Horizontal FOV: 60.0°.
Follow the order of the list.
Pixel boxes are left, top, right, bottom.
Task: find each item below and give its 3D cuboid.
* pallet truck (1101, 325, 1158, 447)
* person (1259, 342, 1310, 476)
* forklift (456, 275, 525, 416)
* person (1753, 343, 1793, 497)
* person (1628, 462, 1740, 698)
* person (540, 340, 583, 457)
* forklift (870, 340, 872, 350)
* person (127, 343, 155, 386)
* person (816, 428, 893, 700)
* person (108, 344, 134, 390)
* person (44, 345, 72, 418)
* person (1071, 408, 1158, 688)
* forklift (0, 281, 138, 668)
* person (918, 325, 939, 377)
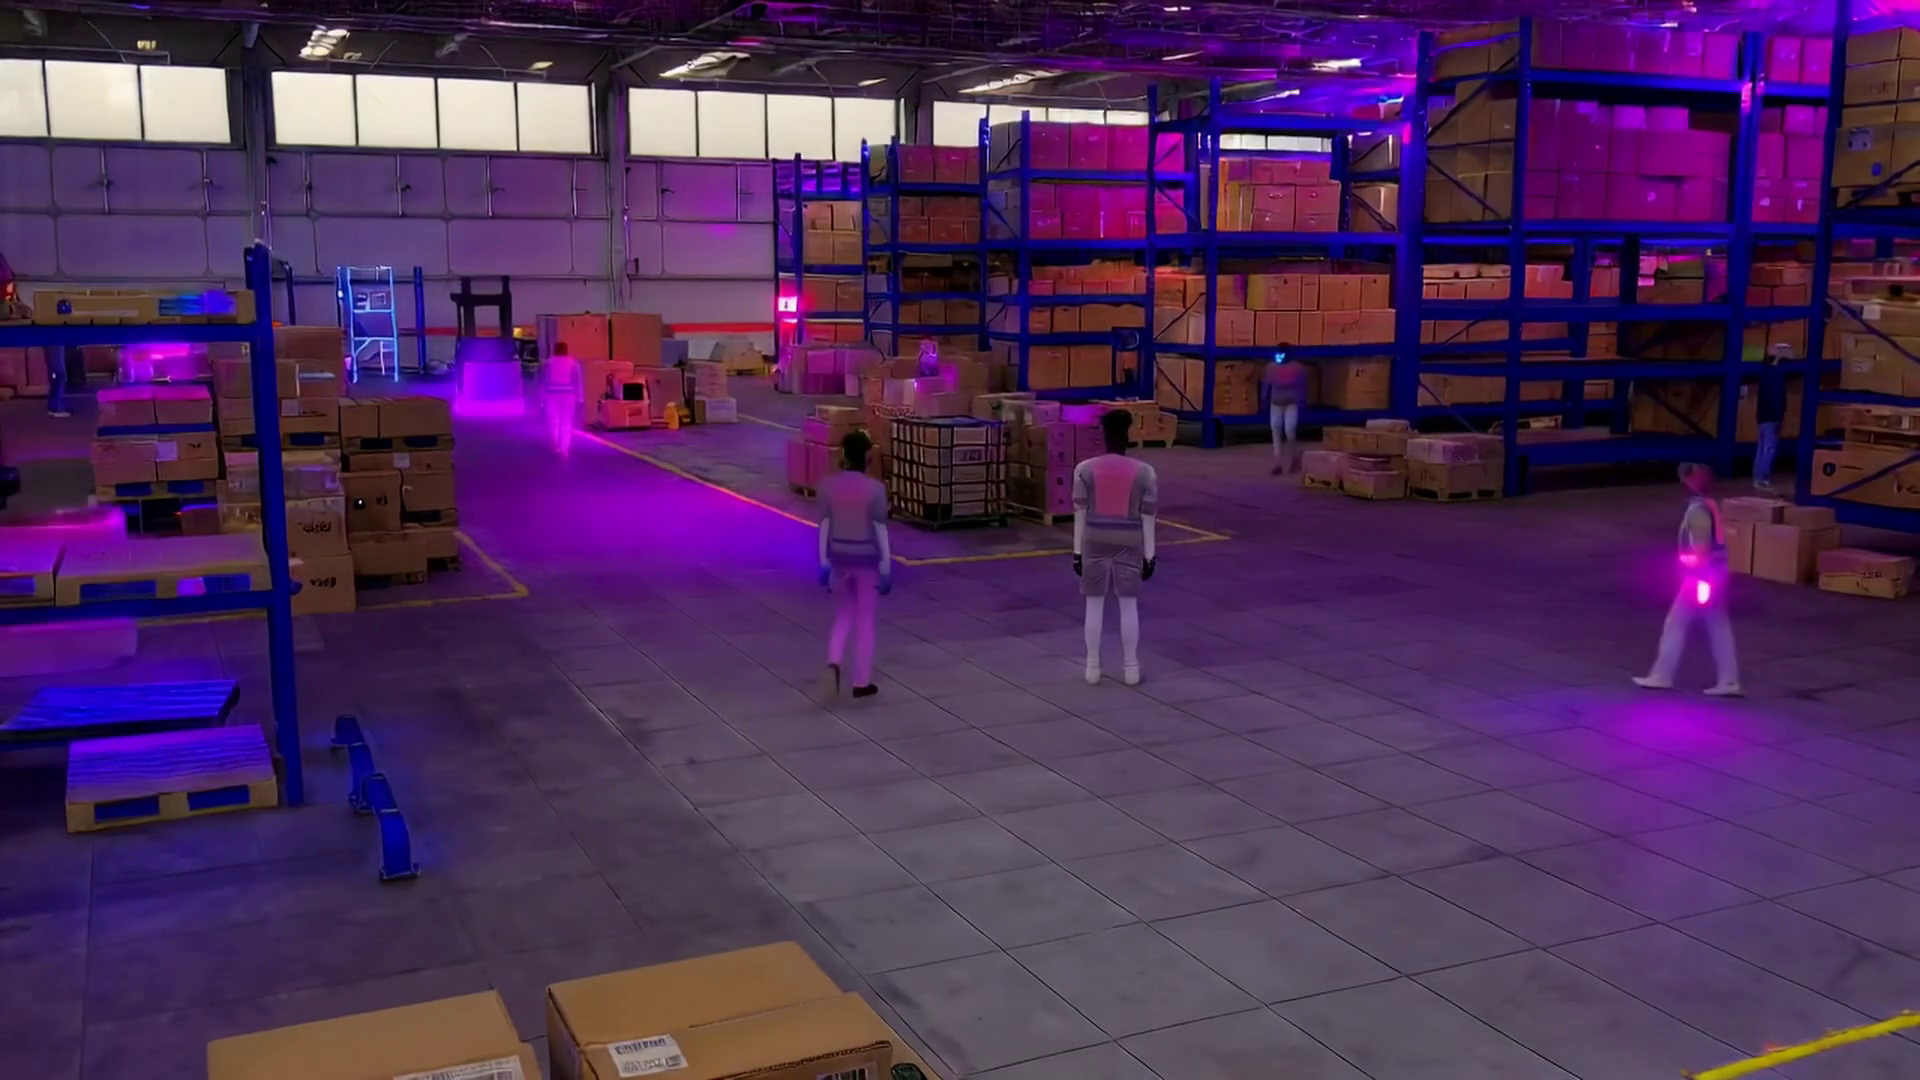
[{"bbox_3d":[2.881,-2.596,27.923,0.823,1.965,1.885,-1,9,-7],"label":"pallet truck"},{"bbox_3d":[4.583,-1.846,23.536,0.705,1.914,0.542,5,10,26],"label":"person"},{"bbox_3d":[-9.588,-3.982,33.791,1.129,2.768,1.873,-4,10,-25],"label":"forklift"},{"bbox_3d":[10.500,-1.553,21.503,0.399,1.990,0.616,2,9,11],"label":"person"},{"bbox_3d":[4.989,0.267,11.360,0.788,1.594,0.526,7,11,35],"label":"person"},{"bbox_3d":[-6.241,-2.221,26.118,0.655,1.824,0.558,-1,9,-6],"label":"person"},{"bbox_3d":[-1.405,-5.617,43.937,1.873,2.768,1.129,-4,10,-25],"label":"forklift"},{"bbox_3d":[-16.961,-3.500,34.472,0.529,1.694,0.321,-7,11,-37],"label":"person"},{"bbox_3d":[-0.717,0.179,11.156,0.542,1.852,0.477,3,10,20],"label":"person"},{"bbox_3d":[-17.687,-3.720,35.243,0.964,1.875,0.569,-9,13,-43],"label":"person"},{"bbox_3d":[-17.981,-3.397,33.117,0.372,1.931,0.631,-1,9,-8],"label":"person"},{"bbox_3d":[1.073,0.059,11.593,0.598,1.958,0.378,1,9,7],"label":"person"},{"bbox_3d":[-7.132,-0.484,12.092,1.873,2.768,1.129,-4,10,-25],"label":"forklift"},{"bbox_3d":[-0.718,-3.999,37.561,0.533,1.697,0.318,-5,10,-26],"label":"person"}]
